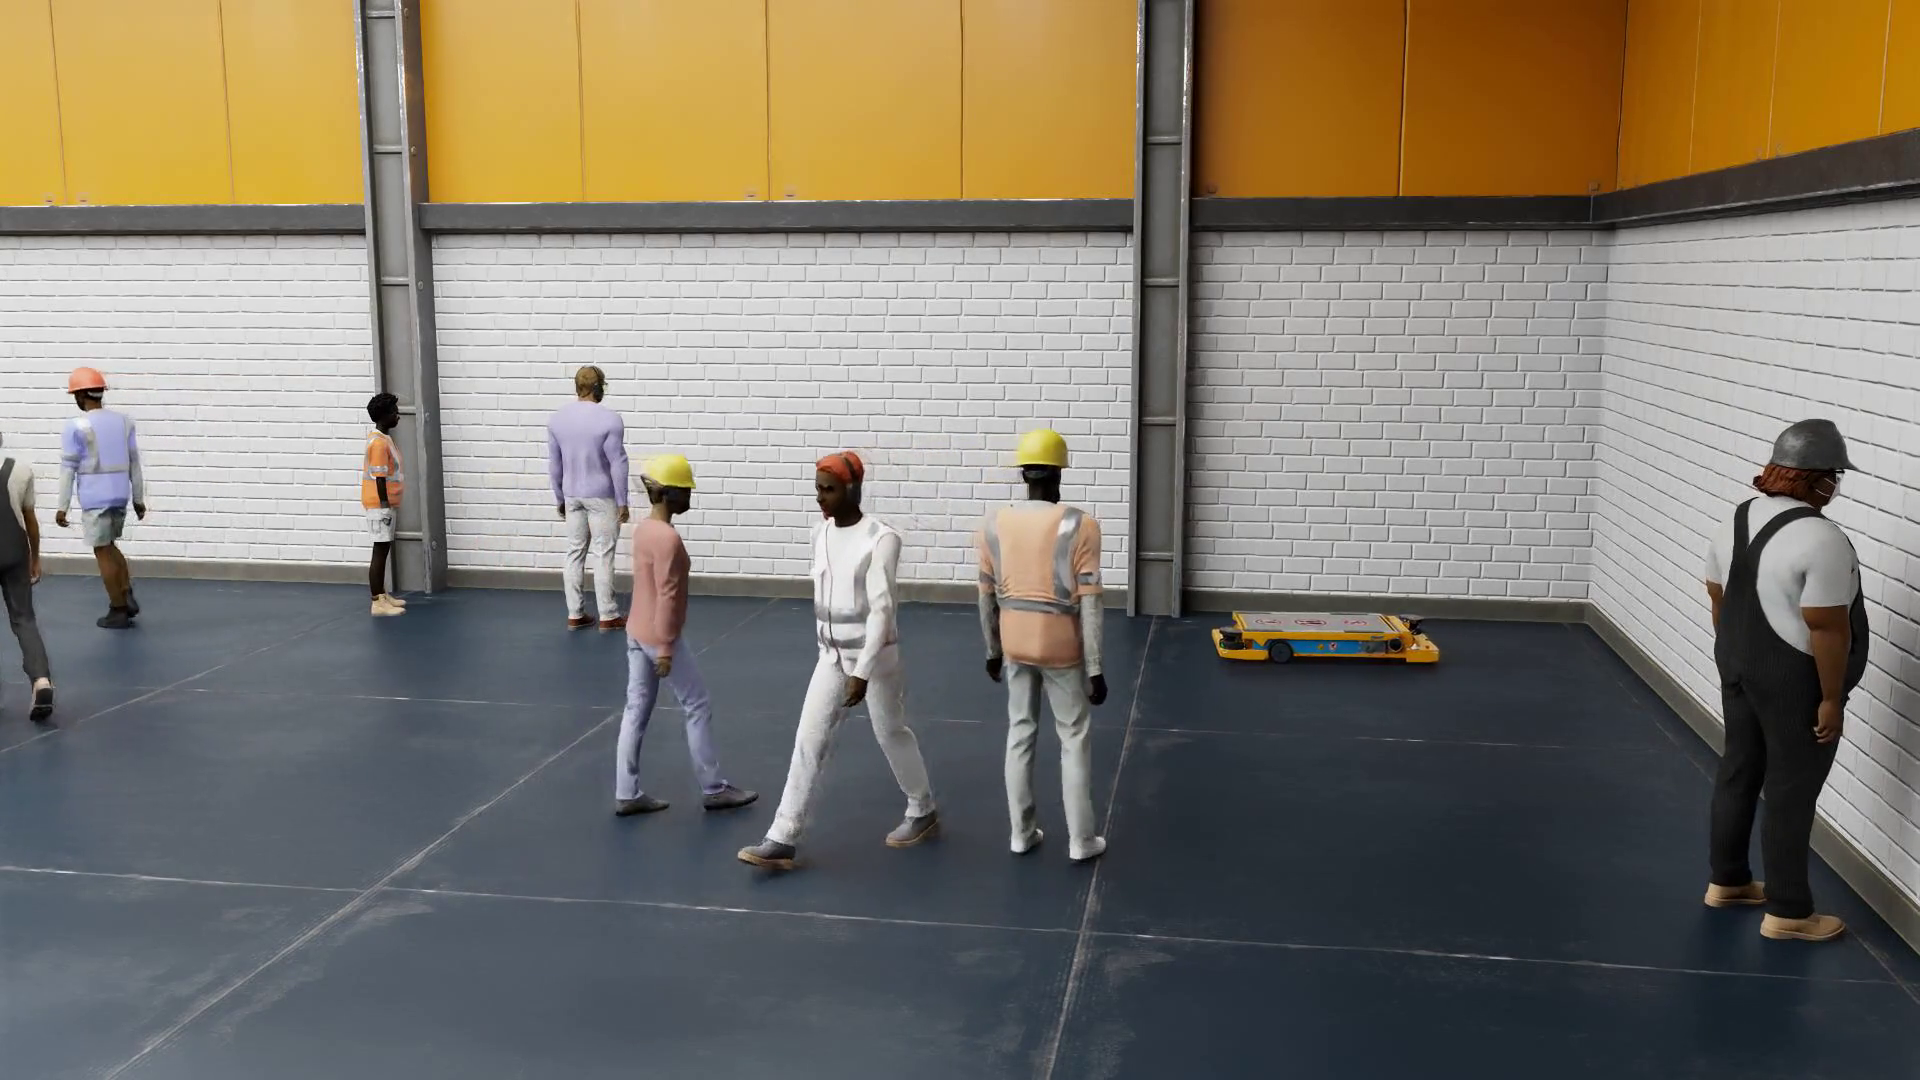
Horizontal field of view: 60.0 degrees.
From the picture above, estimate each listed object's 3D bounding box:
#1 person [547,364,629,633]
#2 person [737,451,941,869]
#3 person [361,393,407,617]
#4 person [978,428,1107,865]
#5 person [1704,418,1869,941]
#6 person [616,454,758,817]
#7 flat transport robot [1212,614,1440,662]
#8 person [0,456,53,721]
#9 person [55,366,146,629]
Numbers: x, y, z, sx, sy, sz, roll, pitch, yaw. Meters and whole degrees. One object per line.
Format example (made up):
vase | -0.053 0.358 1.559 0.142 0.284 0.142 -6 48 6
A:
person | -2.658 -0.296 11.986 0.635 1.937 0.352 4 10 22
person | -0.477 0.522 7.297 0.589 1.826 1.040 8 12 42
person | -4.367 -0.270 12.603 0.321 1.691 0.532 -3 10 -16
person | 0.359 0.469 7.331 0.636 1.920 0.399 5 10 28
person | 3.299 0.530 6.581 0.536 2.000 0.688 -2 9 -11
person | -1.327 0.457 7.958 0.777 1.729 0.547 -5 10 -27
flat transport robot | 2.458 0.650 11.282 1.431 0.197 0.652 1 9 3
person | -5.564 0.150 9.636 0.519 1.819 0.835 -9 13 -43
person | -6.246 -0.299 12.081 0.476 1.913 0.568 4 10 22
